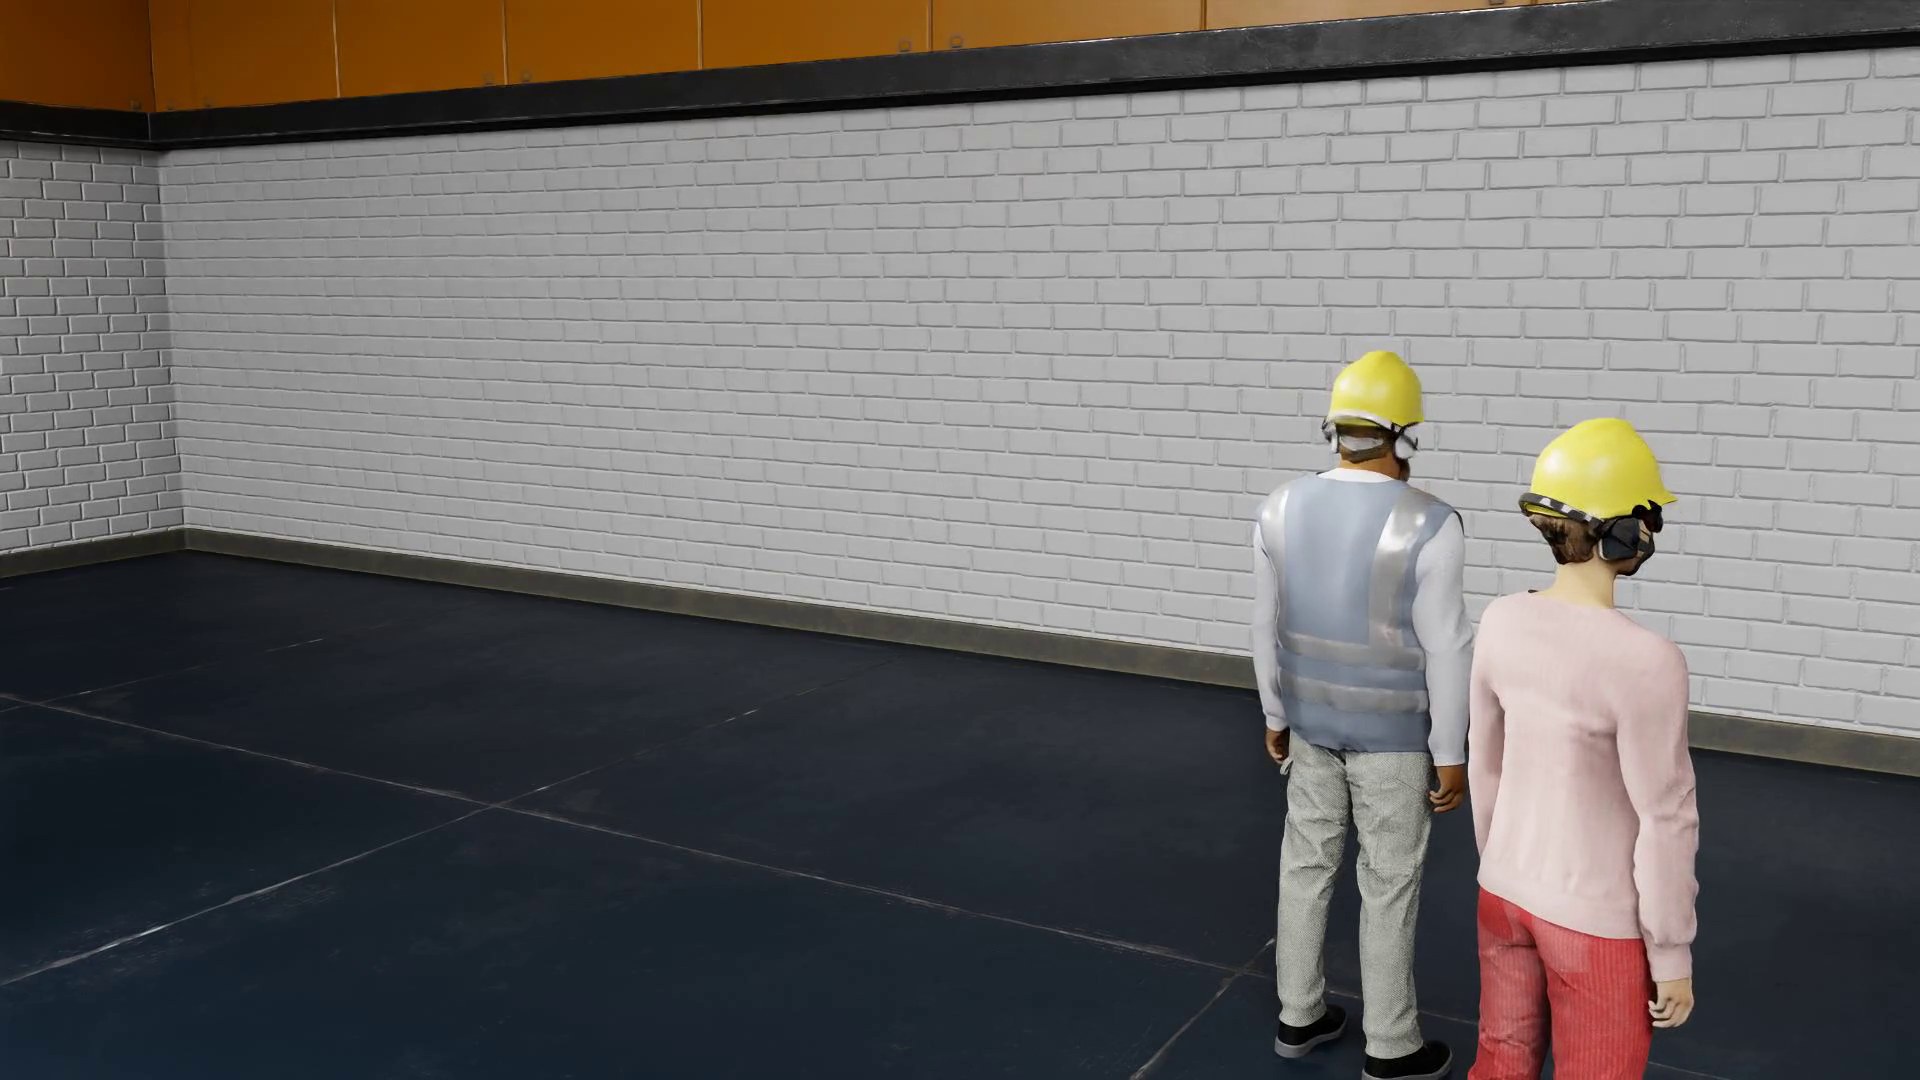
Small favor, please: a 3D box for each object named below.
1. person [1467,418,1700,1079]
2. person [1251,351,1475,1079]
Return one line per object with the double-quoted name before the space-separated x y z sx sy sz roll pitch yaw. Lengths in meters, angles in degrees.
"person" 1.117 0.665 3.015 0.301 1.772 0.525 -3 10 -21
"person" 1.016 0.449 4.168 0.404 1.830 0.602 -8 12 -42
